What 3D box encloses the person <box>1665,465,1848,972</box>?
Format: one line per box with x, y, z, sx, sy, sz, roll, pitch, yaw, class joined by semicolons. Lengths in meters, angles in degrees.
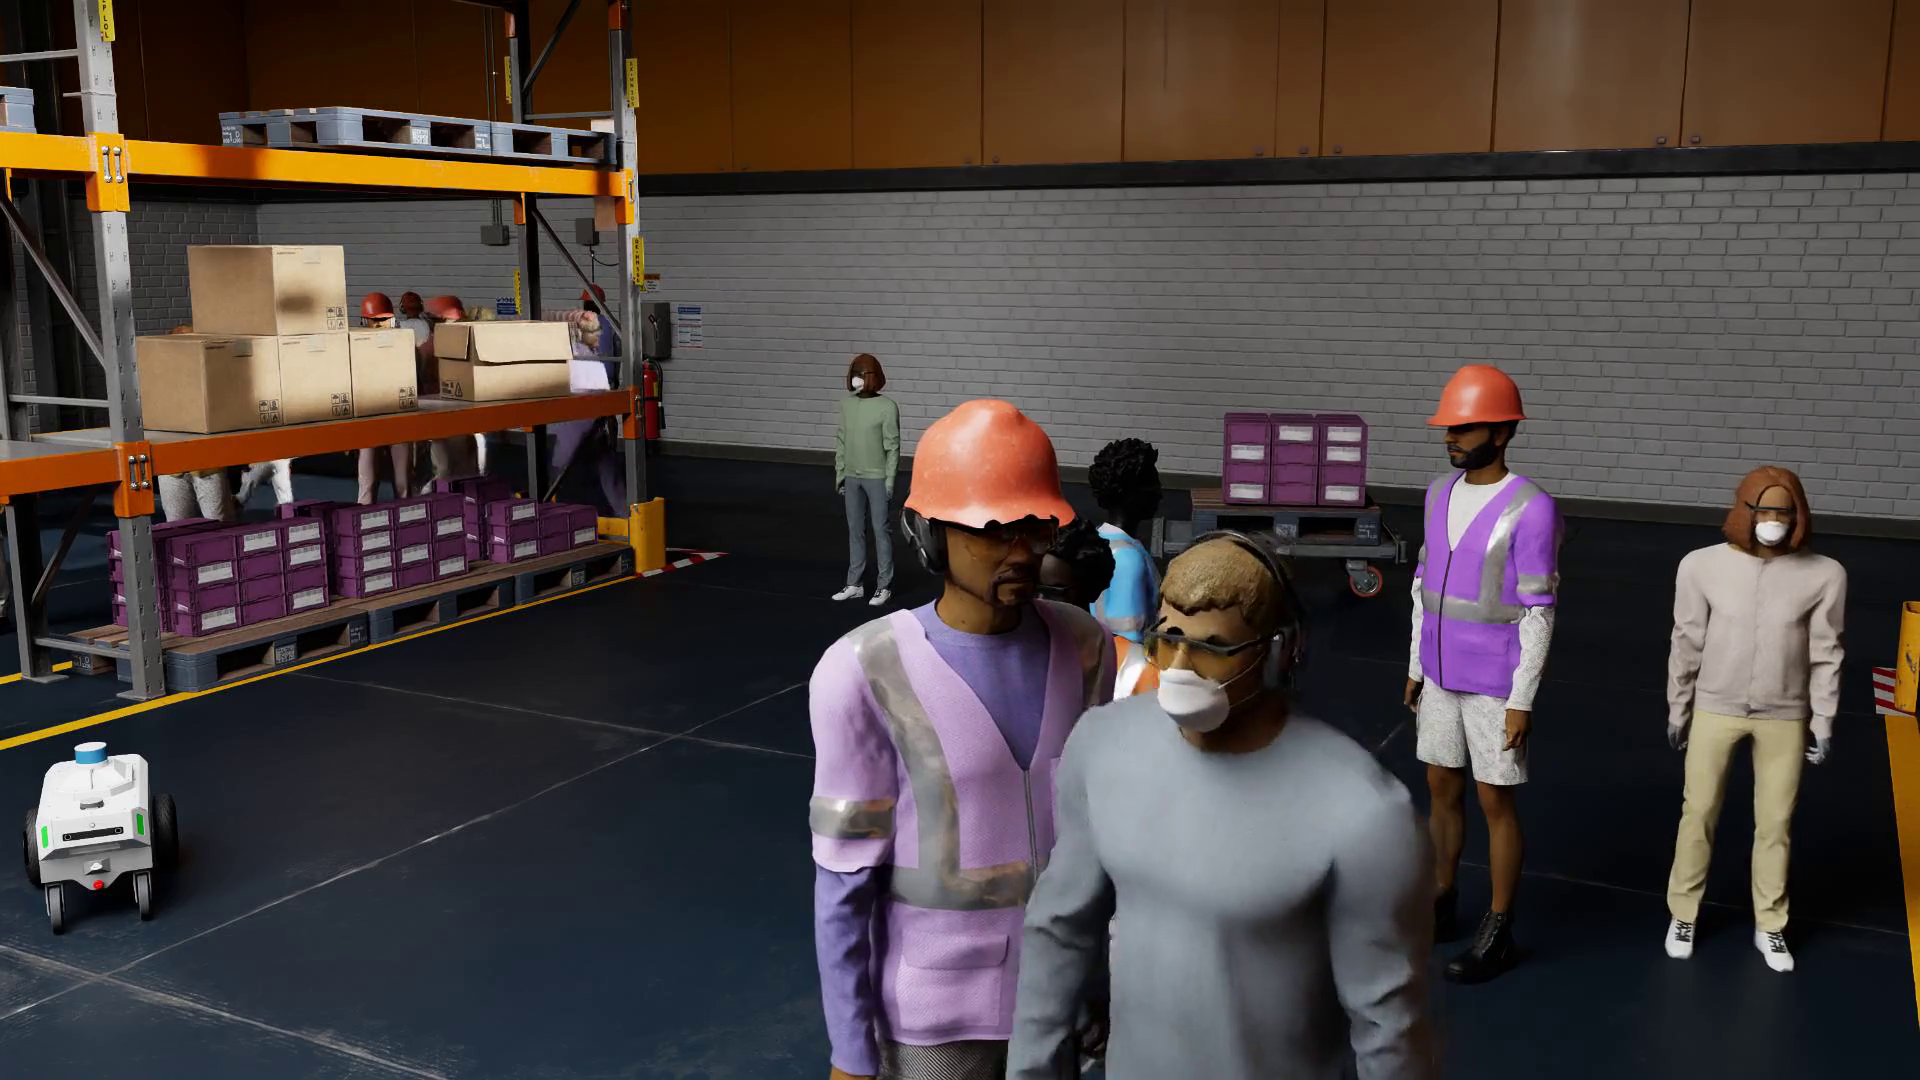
2.517;0.568;5.297;0.502;1.628;0.284;4;10;20;person

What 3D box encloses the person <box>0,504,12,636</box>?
-5.933;-0.326;9.861;0.600;1.831;0.404;0;10;-1;person

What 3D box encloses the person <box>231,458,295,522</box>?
-5.795;-1.042;13.789;0.624;1.919;0.841;7;12;37;person

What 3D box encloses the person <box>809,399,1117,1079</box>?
0.043;0.779;2.861;0.614;2.043;0.374;-7;12;-35;person

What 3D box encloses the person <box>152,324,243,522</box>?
-4.893;-0.457;10.638;0.618;1.836;0.430;0;10;-2;person

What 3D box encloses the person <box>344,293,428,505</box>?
-4.194;-0.796;12.116;0.622;1.994;0.381;-6;12;-32;person

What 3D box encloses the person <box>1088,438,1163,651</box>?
0.517;0.518;5.374;0.319;1.697;0.533;-1;10;-8;person

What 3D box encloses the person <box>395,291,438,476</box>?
-5.578;-1.602;17.098;0.573;1.887;0.354;-5;11;-27;person

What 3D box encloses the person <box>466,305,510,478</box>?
-3.914;-0.921;13.220;0.886;1.891;0.643;-7;12;-36;person

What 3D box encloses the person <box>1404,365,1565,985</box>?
1.606;0.419;5.247;0.361;1.938;0.545;-5;11;-28;person

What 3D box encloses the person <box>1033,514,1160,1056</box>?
0.265;0.768;3.957;0.537;1.690;0.322;6;11;30;person

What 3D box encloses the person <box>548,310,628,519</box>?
-2.918;-0.865;12.990;1.072;1.840;0.642;2;10;9;person

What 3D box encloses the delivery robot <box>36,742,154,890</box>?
-3.044;0.957;5.862;0.477;0.478;0.707;-5;11;-25;delivery robot

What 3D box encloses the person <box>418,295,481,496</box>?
-3.890;-0.863;12.573;0.625;1.972;0.735;9;13;41;person

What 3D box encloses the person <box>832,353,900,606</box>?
-0.613;-0.391;10.829;0.498;1.628;0.282;7;12;35;person

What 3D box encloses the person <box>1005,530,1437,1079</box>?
0.382;0.912;2.579;1.037;1.888;0.637;-9;13;-41;person

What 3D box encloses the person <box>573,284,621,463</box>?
-3.948;-1.797;18.064;0.551;1.941;0.342;-9;13;-41;person
